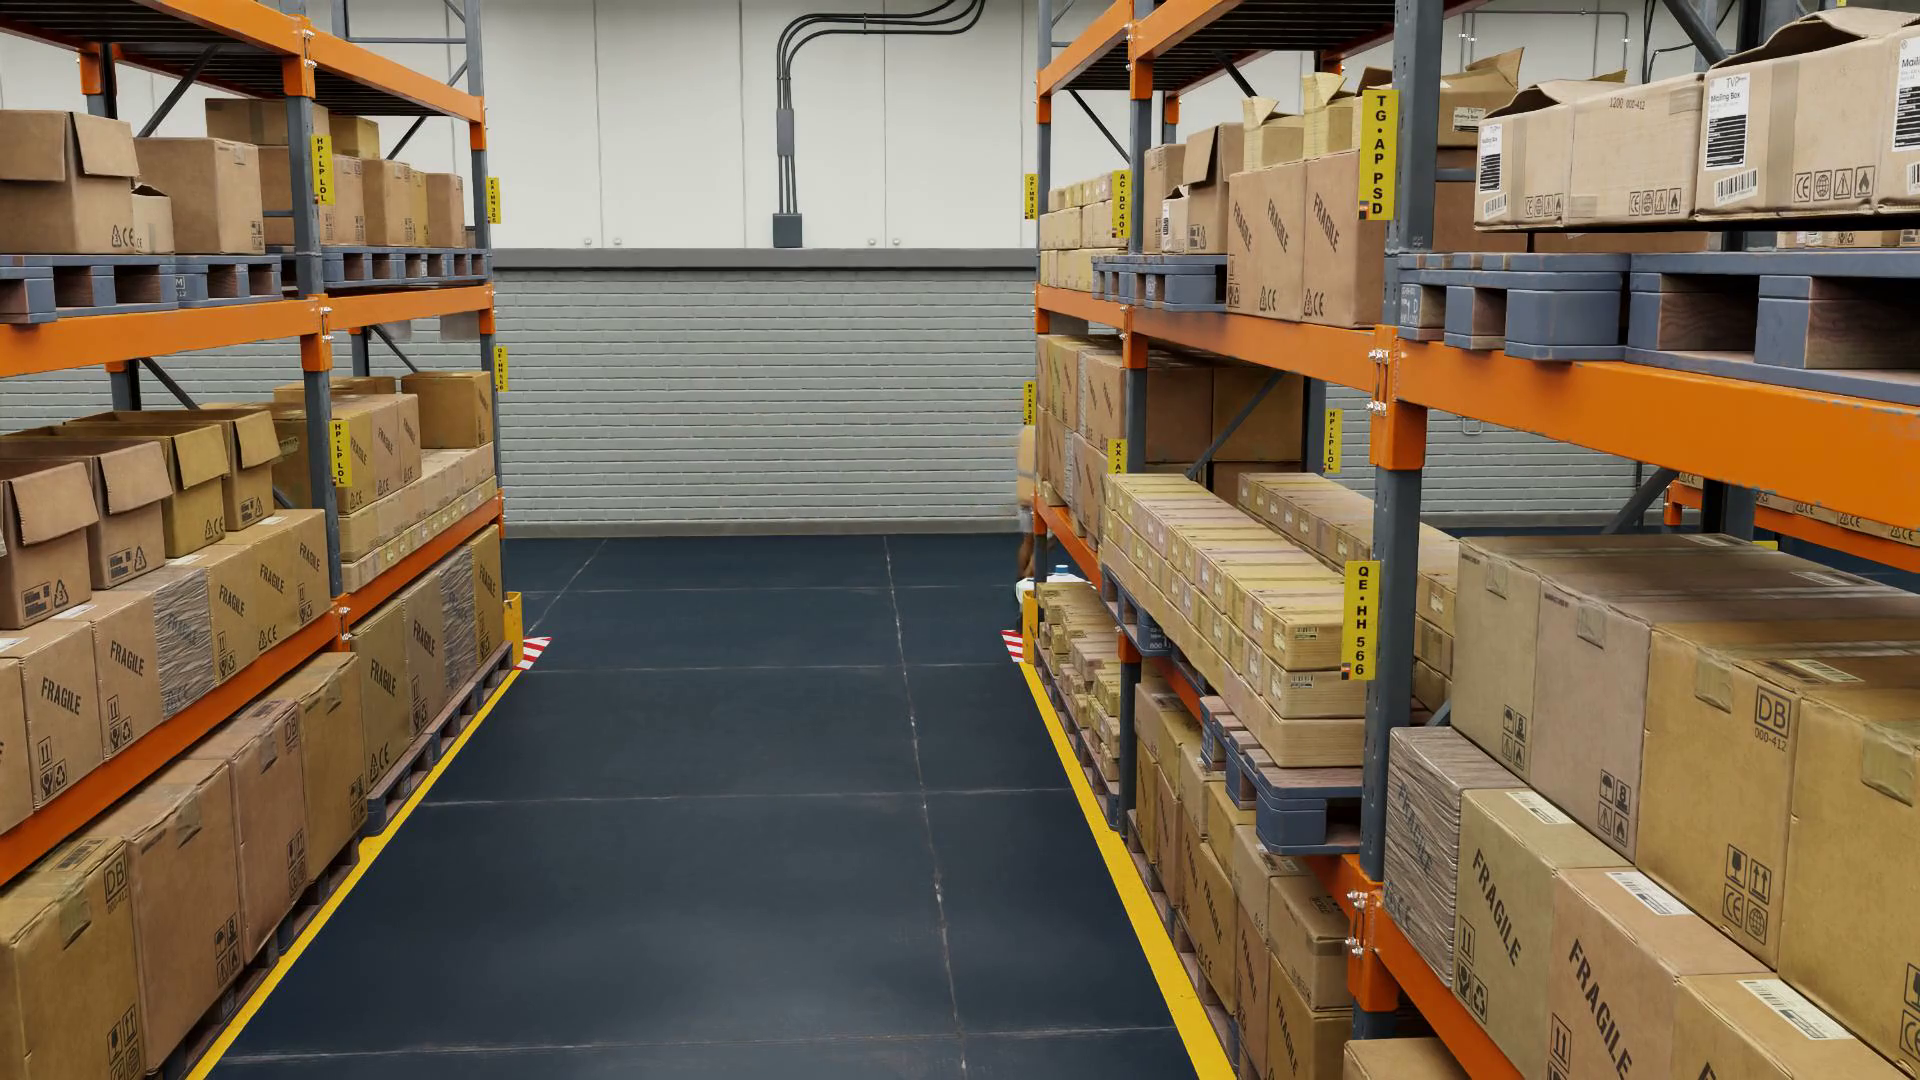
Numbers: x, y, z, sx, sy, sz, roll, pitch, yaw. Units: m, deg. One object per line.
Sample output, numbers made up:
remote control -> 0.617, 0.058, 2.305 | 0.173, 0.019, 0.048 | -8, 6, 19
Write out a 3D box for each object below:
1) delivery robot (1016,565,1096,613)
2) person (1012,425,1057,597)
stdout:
delivery robot -> 0.818, 0.445, 13.417 | 0.707, 0.478, 0.477 | 4, 10, 21
person -> 0.663, -0.373, 14.596 | 0.464, 1.897, 0.598 | -6, 11, -31
